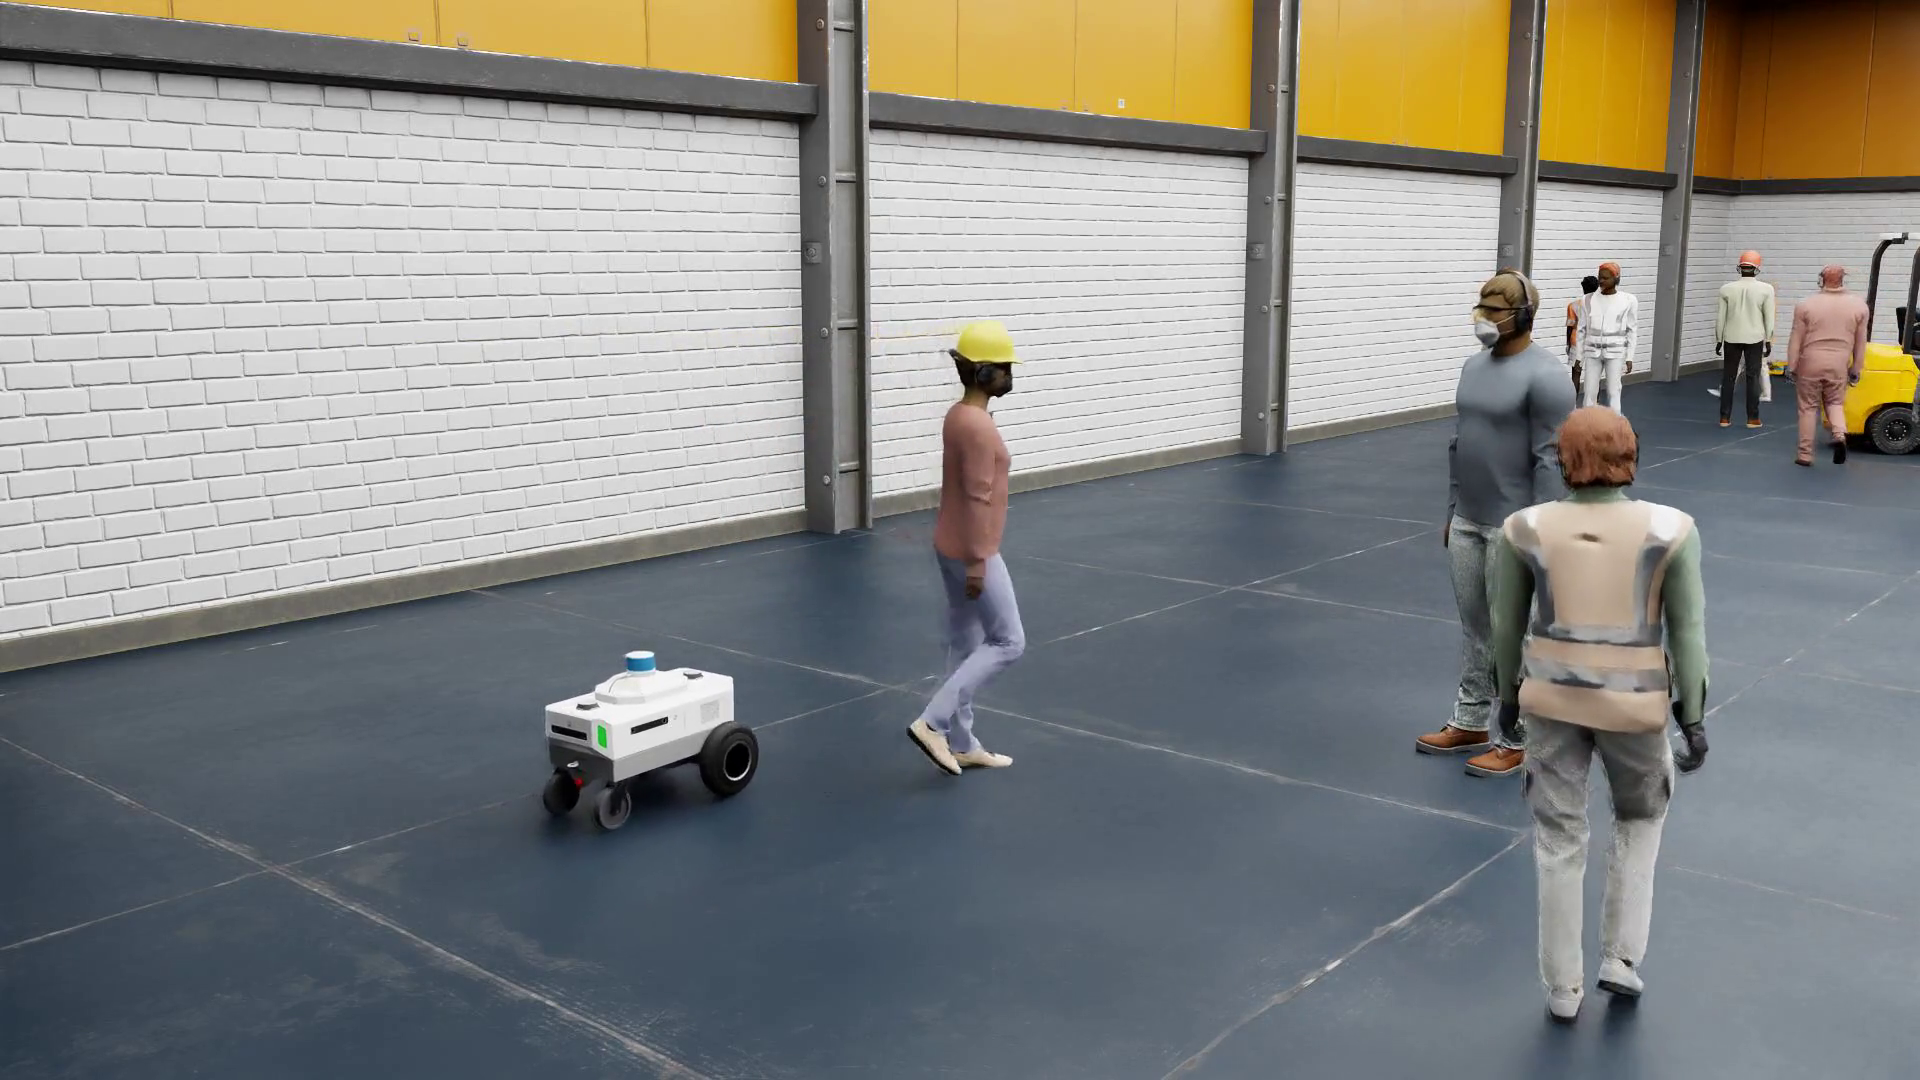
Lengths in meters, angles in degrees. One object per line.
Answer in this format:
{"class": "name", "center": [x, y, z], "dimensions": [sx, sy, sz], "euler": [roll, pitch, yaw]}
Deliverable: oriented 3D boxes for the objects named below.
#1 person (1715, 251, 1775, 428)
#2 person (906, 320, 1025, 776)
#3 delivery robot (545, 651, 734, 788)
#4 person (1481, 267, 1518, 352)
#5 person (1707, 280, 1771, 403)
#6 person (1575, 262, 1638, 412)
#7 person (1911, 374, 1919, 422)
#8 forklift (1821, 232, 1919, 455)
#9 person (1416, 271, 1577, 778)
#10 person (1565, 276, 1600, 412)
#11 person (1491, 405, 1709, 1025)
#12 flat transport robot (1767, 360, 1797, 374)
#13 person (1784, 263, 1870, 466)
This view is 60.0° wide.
{"class": "person", "center": [8.891, -2.271, 18.860], "dimensions": [0.611, 1.996, 0.379], "euler": [7, 12, 33]}
{"class": "person", "center": [0.046, 0.048, 6.342], "dimensions": [0.406, 1.758, 0.525], "euler": [-2, 10, -14]}
{"class": "delivery robot", "center": [-1.159, 0.650, 6.066], "dimensions": [0.477, 0.478, 0.707], "euler": [7, 12, 35]}
{"class": "person", "center": [5.289, -1.721, 16.175], "dimensions": [0.634, 1.839, 0.429], "euler": [-9, 13, -41]}
{"class": "person", "center": [10.398, -2.623, 22.000], "dimensions": [0.531, 1.598, 0.815], "euler": [-7, 12, -34]}
{"class": "person", "center": [6.521, -1.858, 16.831], "dimensions": [0.584, 1.881, 0.337], "euler": [7, 12, 37]}
{"class": "person", "center": [7.614, -1.022, 12.804], "dimensions": [0.528, 1.609, 0.654], "euler": [2, 10, 12]}
{"class": "forklift", "center": [9.955, -1.972, 16.595], "dimensions": [2.313, 2.155, 1.214], "euler": [1, 10, 8]}
{"class": "person", "center": [2.079, -0.060, 6.435], "dimensions": [0.373, 1.940, 0.629], "euler": [-3, 10, -18]}
{"class": "person", "center": [7.736, -2.409, 20.527], "dimensions": [0.530, 1.689, 0.321], "euler": [2, 10, 14]}
{"class": "person", "center": [1.673, 0.456, 4.387], "dimensions": [0.550, 1.620, 0.457], "euler": [5, 11, 27]}
{"class": "flat transport robot", "center": [13.501, -2.759, 26.552], "dimensions": [1.431, 0.197, 0.652], "euler": [2, 10, 11]}
{"class": "person", "center": [7.997, -1.601, 15.366], "dimensions": [0.651, 1.892, 0.517], "euler": [2, 10, 11]}
